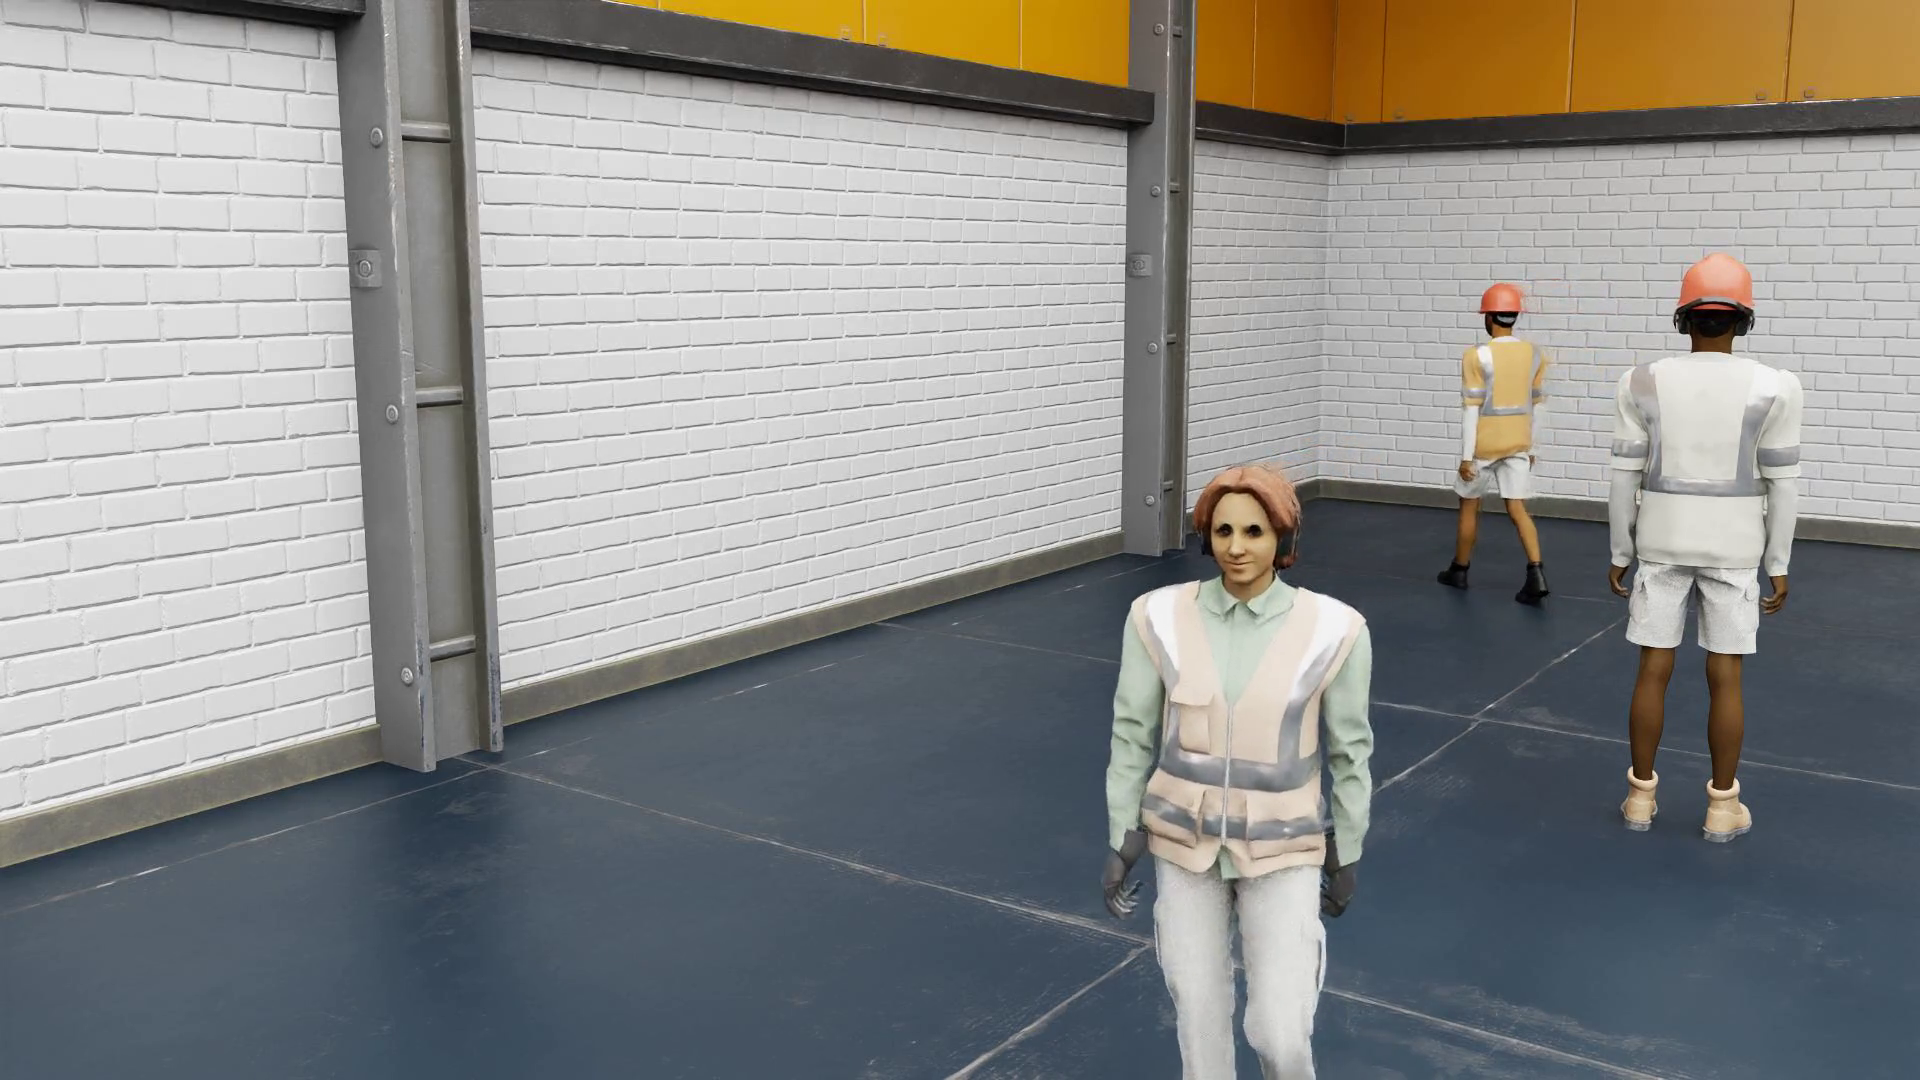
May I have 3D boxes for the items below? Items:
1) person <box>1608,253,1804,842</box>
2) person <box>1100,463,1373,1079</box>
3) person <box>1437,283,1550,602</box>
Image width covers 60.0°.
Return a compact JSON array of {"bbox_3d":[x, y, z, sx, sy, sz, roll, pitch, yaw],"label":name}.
[{"bbox_3d":[2.586,0.033,5.825,0.609,2.048,0.367,5,11,30],"label":"person"},{"bbox_3d":[0.552,0.655,3.377,0.519,1.628,0.367,4,10,21],"label":"person"},{"bbox_3d":[3.241,-0.585,9.960,0.557,1.901,0.946,-2,10,-12],"label":"person"}]
